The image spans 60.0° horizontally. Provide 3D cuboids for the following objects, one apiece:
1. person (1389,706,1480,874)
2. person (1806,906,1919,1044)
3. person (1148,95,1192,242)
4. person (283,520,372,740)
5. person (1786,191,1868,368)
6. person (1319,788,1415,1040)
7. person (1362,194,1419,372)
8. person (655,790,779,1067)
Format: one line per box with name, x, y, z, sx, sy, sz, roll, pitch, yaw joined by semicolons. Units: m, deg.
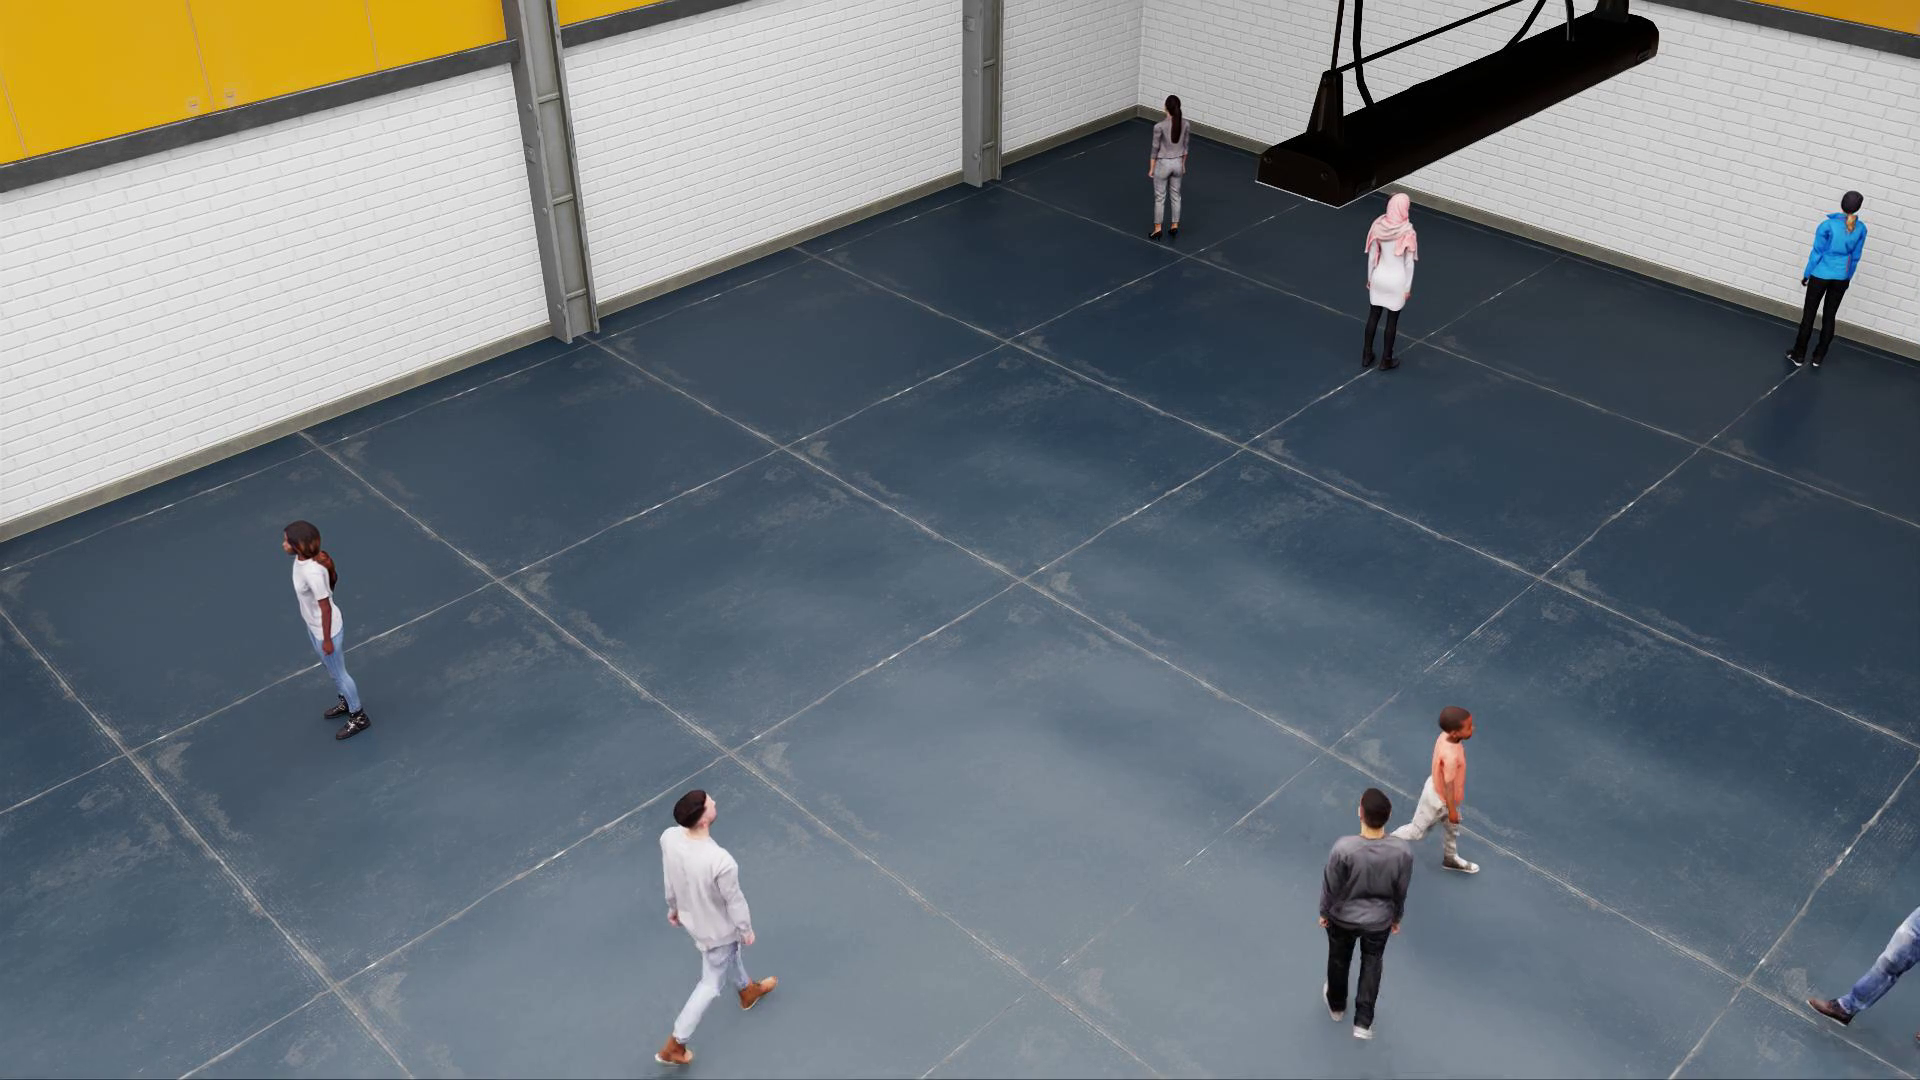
person;2.947;1.578;10.414;0.775;1.300;0.899;13;36;18
person;5.545;2.139;9.111;1.207;1.809;1.142;0;34;0
person;2.352;-4.192;18.754;0.668;1.679;0.772;-12;35;-17
person;-4.399;0.605;11.500;0.584;1.719;0.629;-20;38;-27
person;8.438;-2.534;16.153;0.691;1.795;0.702;6;34;10
person;2.230;2.116;9.195;0.888;1.754;0.957;2;34;3
person;4.151;-2.496;16.088;0.655;1.804;0.628;23;40;31
person;-1.418;2.132;9.121;0.727;1.810;1.158;26;42;34
